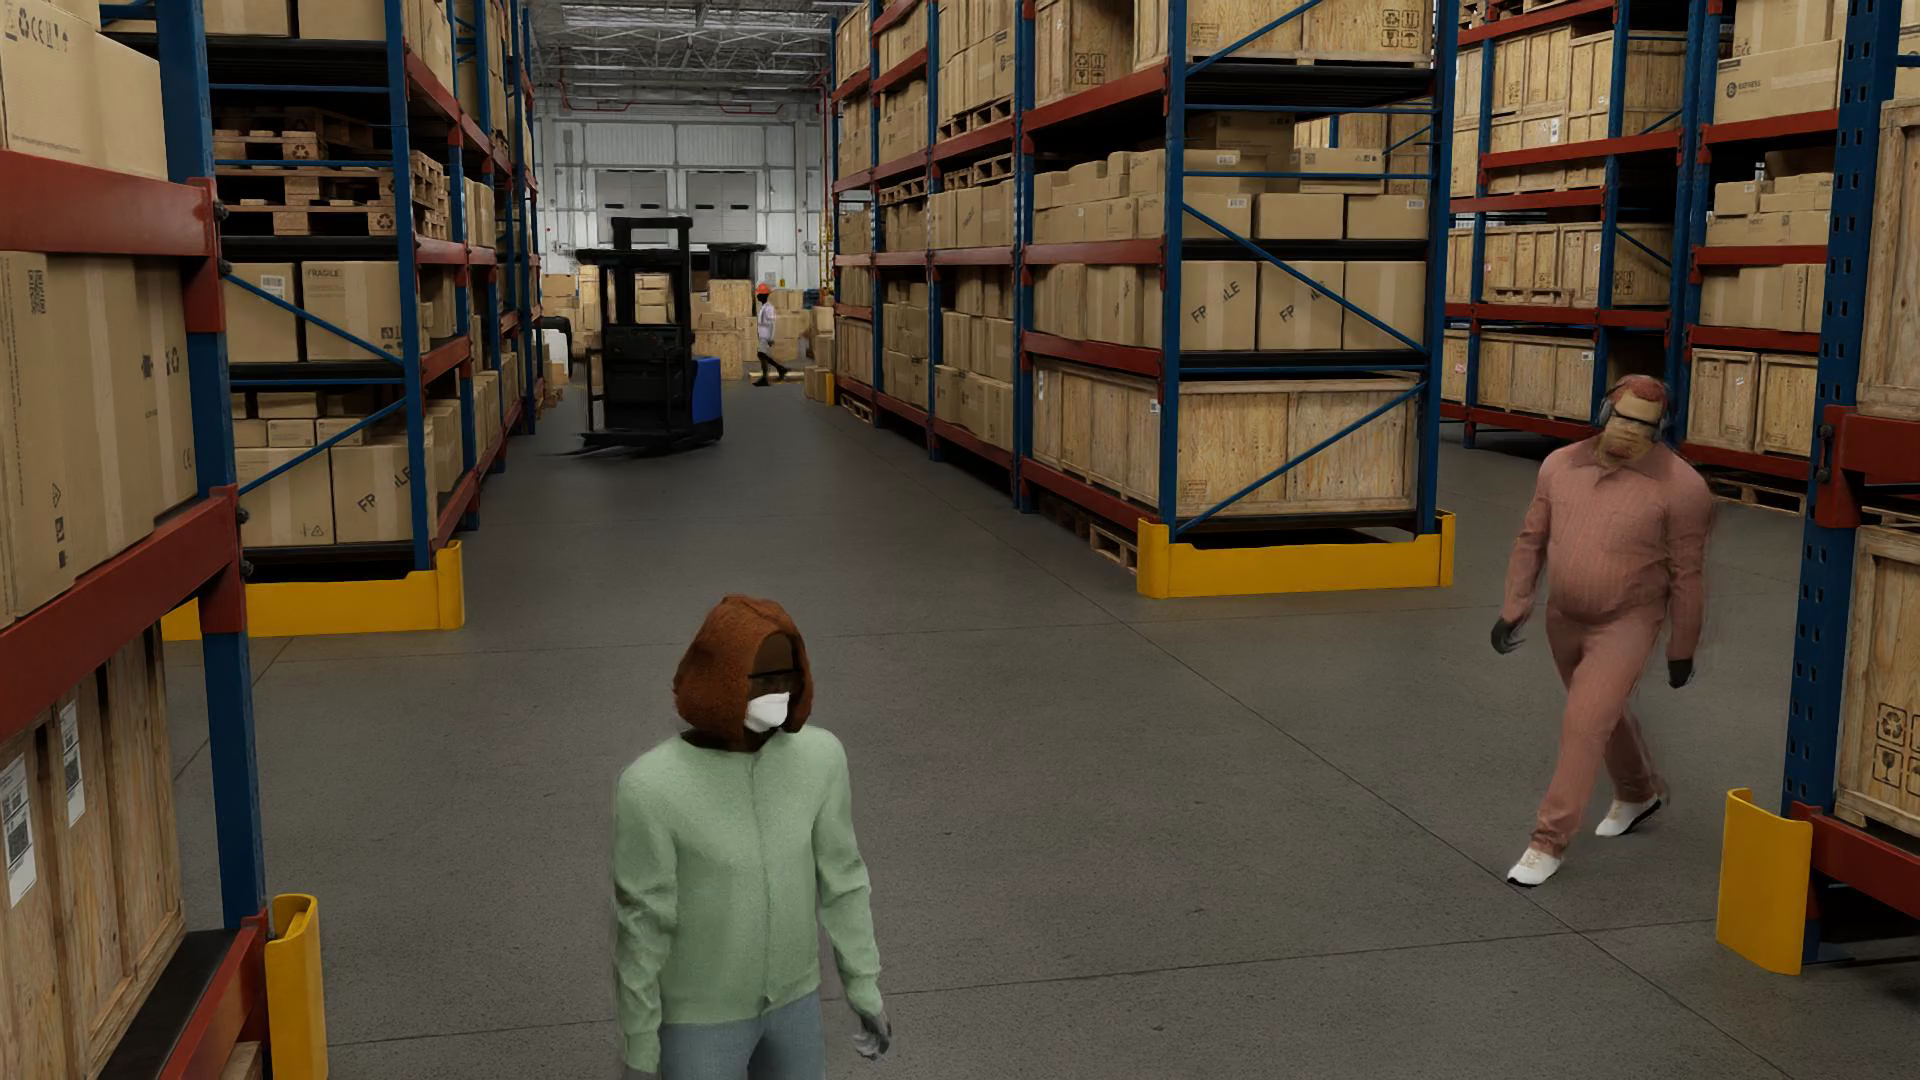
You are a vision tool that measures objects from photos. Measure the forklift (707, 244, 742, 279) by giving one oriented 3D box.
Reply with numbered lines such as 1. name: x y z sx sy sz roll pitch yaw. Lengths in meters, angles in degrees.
1. forklift: -6.214 -6.448 44.126 1.873 2.768 1.129 9 13 44

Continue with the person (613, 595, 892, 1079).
1. person: -0.400 0.901 3.155 0.514 1.620 0.419 -8 12 -41

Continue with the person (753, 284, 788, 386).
1. person: -3.569 -3.823 31.052 0.598 1.917 0.567 -3 10 -17

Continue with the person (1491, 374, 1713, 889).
1. person: 2.403 0.300 6.150 1.016 1.846 0.659 -6 11 -33

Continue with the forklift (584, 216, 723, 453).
1. forklift: -3.724 -2.544 20.329 1.129 2.768 1.873 2 10 13

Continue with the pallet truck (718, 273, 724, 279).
1. pallet truck: -8.580 -8.986 62.280 1.885 1.965 0.823 1 9 5
